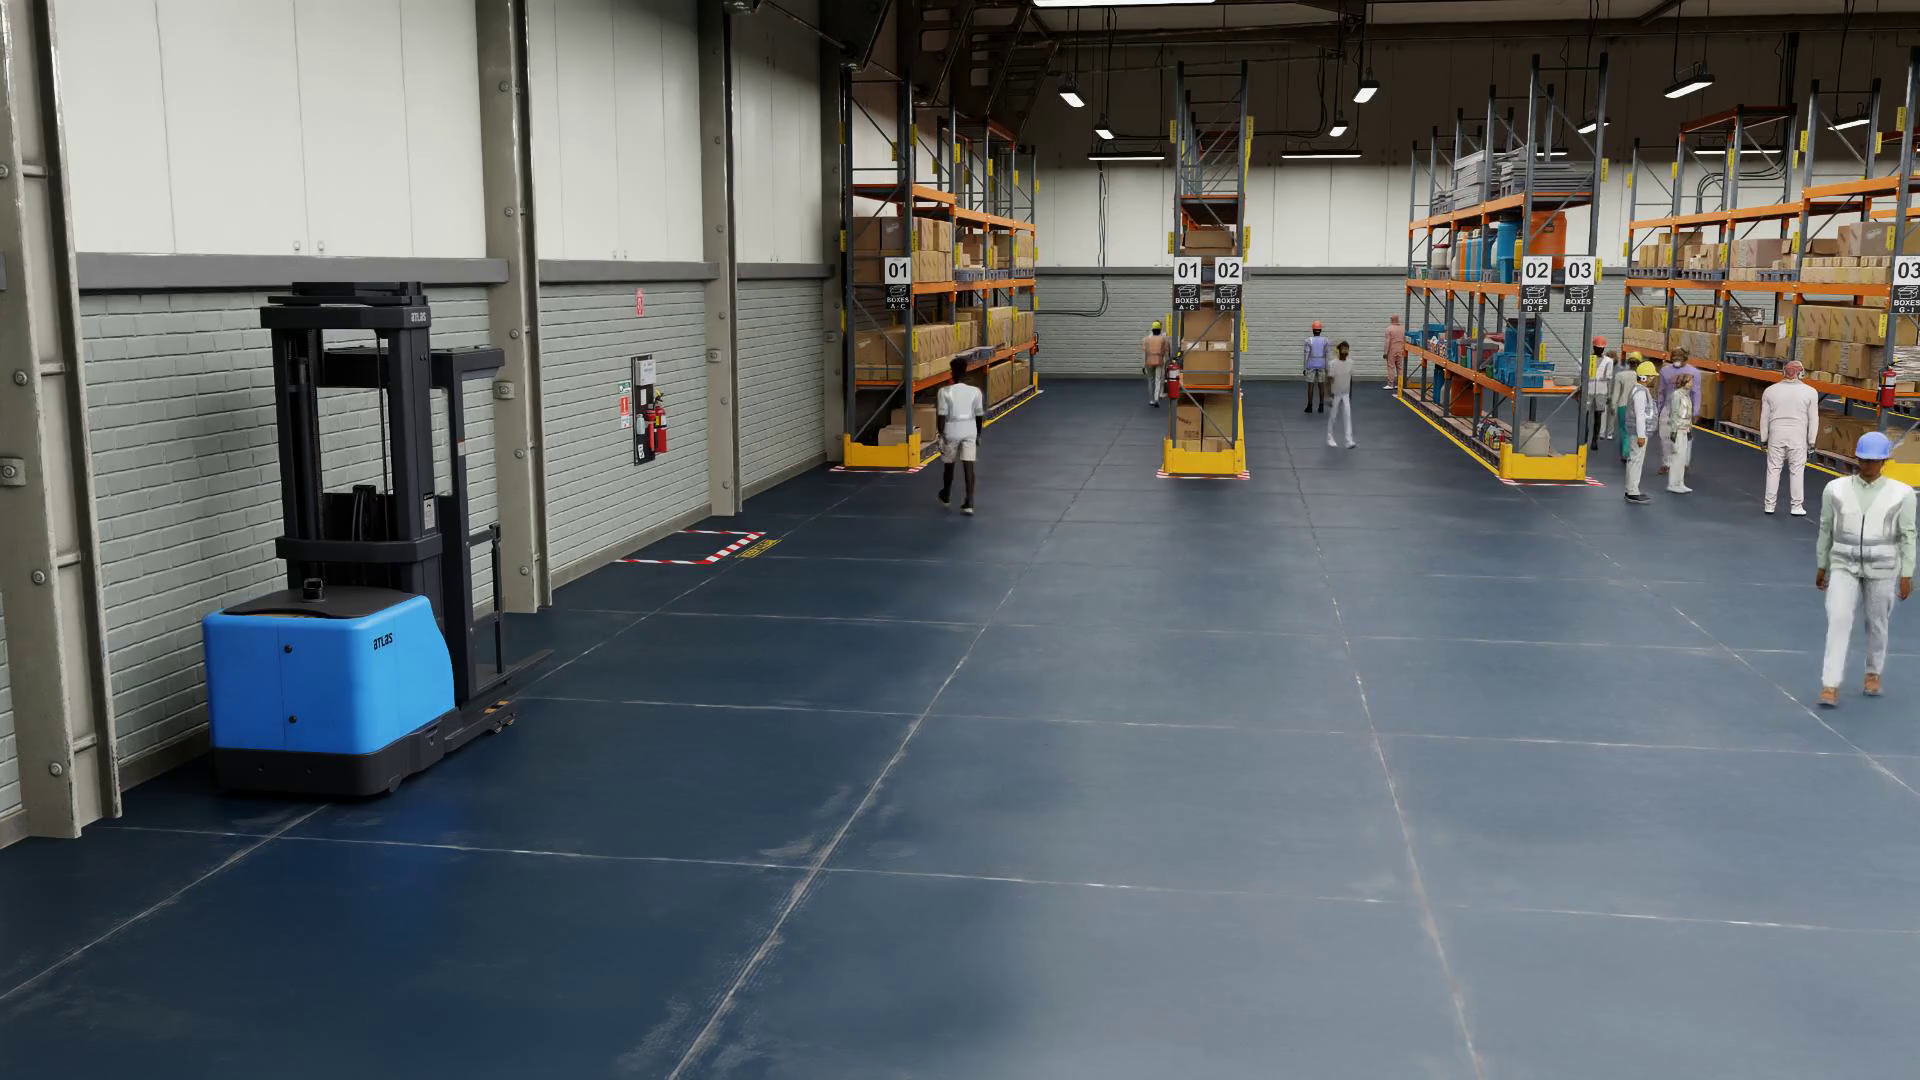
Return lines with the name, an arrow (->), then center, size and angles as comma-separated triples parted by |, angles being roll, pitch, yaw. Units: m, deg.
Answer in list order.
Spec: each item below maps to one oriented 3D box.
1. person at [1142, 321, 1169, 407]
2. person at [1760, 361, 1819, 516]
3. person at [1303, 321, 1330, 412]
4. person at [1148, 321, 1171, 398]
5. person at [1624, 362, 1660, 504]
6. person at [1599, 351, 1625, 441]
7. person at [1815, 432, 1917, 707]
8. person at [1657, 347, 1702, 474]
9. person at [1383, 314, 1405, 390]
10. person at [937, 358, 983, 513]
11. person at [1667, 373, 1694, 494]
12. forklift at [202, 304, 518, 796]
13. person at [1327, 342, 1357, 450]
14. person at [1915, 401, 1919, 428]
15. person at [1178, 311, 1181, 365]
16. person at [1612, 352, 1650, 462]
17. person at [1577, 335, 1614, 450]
person -> 4.362, -3.930, 37.101 | 0.600, 1.890, 0.947 | 1, 9, 7
person -> 10.229, -1.257, 20.531 | 0.652, 1.906, 0.403 | 7, 11, 35
person -> 7.588, -3.697, 35.482 | 0.551, 1.936, 0.356 | -1, 9, -5
person -> 4.648, -4.233, 39.125 | 0.529, 1.825, 0.893 | 4, 10, 24
person -> 8.890, -1.411, 21.709 | 0.404, 1.830, 0.600 | 3, 10, 17
person -> 11.537, -2.558, 29.522 | 0.514, 1.585, 0.851 | 4, 10, 22
person -> 6.322, 0.192, 11.635 | 0.630, 1.904, 0.909 | 6, 11, 35
person -> 10.576, -1.900, 24.572 | 0.852, 1.877, 0.683 | -9, 13, -44
person -> 11.024, -4.779, 42.267 | 0.640, 1.904, 0.401 | -4, 10, -22
person -> -0.026, -1.324, 20.926 | 0.627, 1.904, 1.023 | -3, 10, -17
person -> 9.803, -1.457, 22.619 | 0.365, 1.629, 0.547 | 7, 12, 38
forklift -> -3.673, -0.038, 10.147 | 1.129, 2.768, 1.873 | 1, 9, 9
person -> 6.460, -2.453, 28.198 | 0.535, 1.812, 0.998 | -2, 9, -12
person -> 18.445, -3.059, 31.633 | 0.636, 1.917, 0.769 | 0, 9, 2
person -> 5.984, -5.318, 45.350 | 0.439, 1.989, 0.633 | 7, 12, 38
person -> 10.667, -2.120, 26.438 | 0.518, 1.715, 0.929 | 6, 11, 34
person -> 10.746, -2.504, 28.156 | 0.571, 1.925, 0.557 | 3, 10, 16
